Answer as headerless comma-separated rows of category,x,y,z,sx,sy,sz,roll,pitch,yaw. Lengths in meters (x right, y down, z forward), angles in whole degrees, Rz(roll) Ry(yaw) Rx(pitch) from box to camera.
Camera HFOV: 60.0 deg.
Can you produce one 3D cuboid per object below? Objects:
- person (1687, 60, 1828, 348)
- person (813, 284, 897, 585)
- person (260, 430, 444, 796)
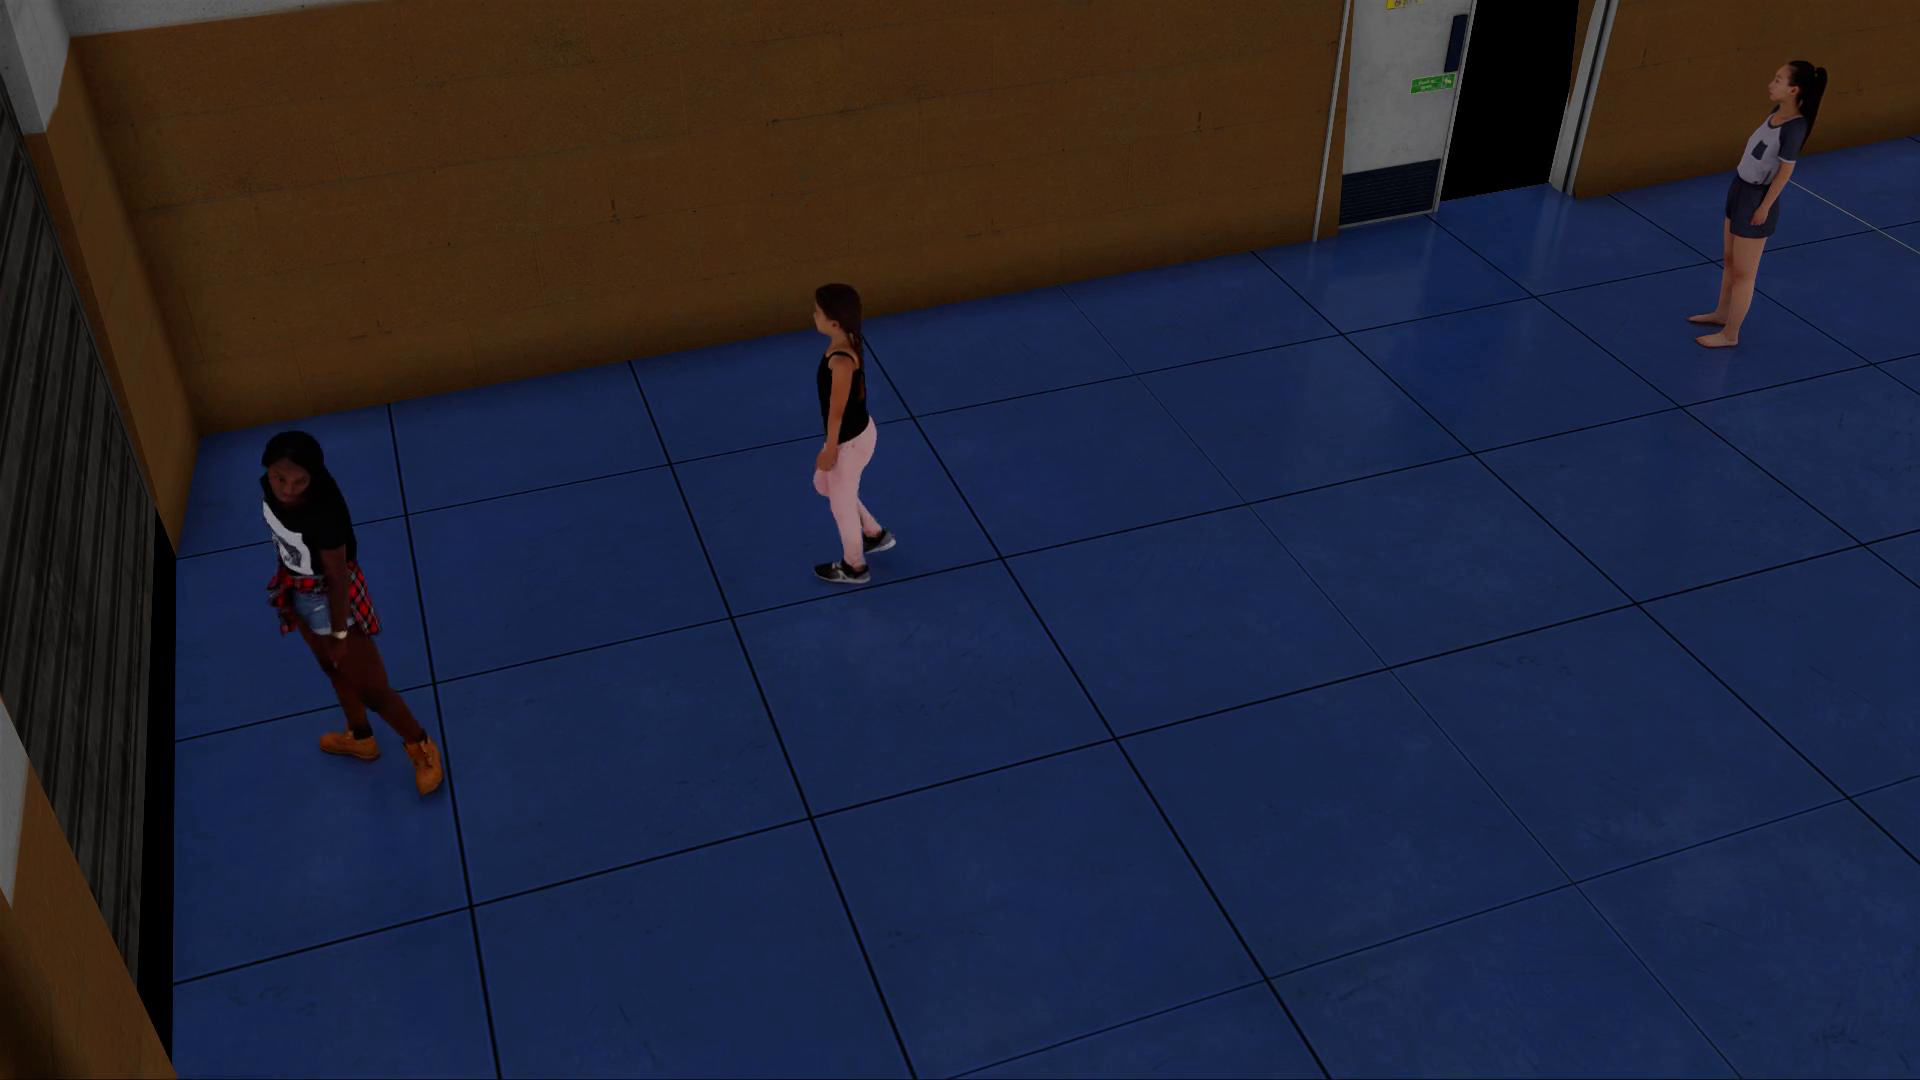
person,4.443,-1.865,9.259,0.731,1.651,0.616,6,37,7
person,-0.442,-0.441,7.439,0.681,1.557,0.636,3,37,4
person,-2.444,0.239,6.413,0.949,1.702,0.788,-19,41,-23
